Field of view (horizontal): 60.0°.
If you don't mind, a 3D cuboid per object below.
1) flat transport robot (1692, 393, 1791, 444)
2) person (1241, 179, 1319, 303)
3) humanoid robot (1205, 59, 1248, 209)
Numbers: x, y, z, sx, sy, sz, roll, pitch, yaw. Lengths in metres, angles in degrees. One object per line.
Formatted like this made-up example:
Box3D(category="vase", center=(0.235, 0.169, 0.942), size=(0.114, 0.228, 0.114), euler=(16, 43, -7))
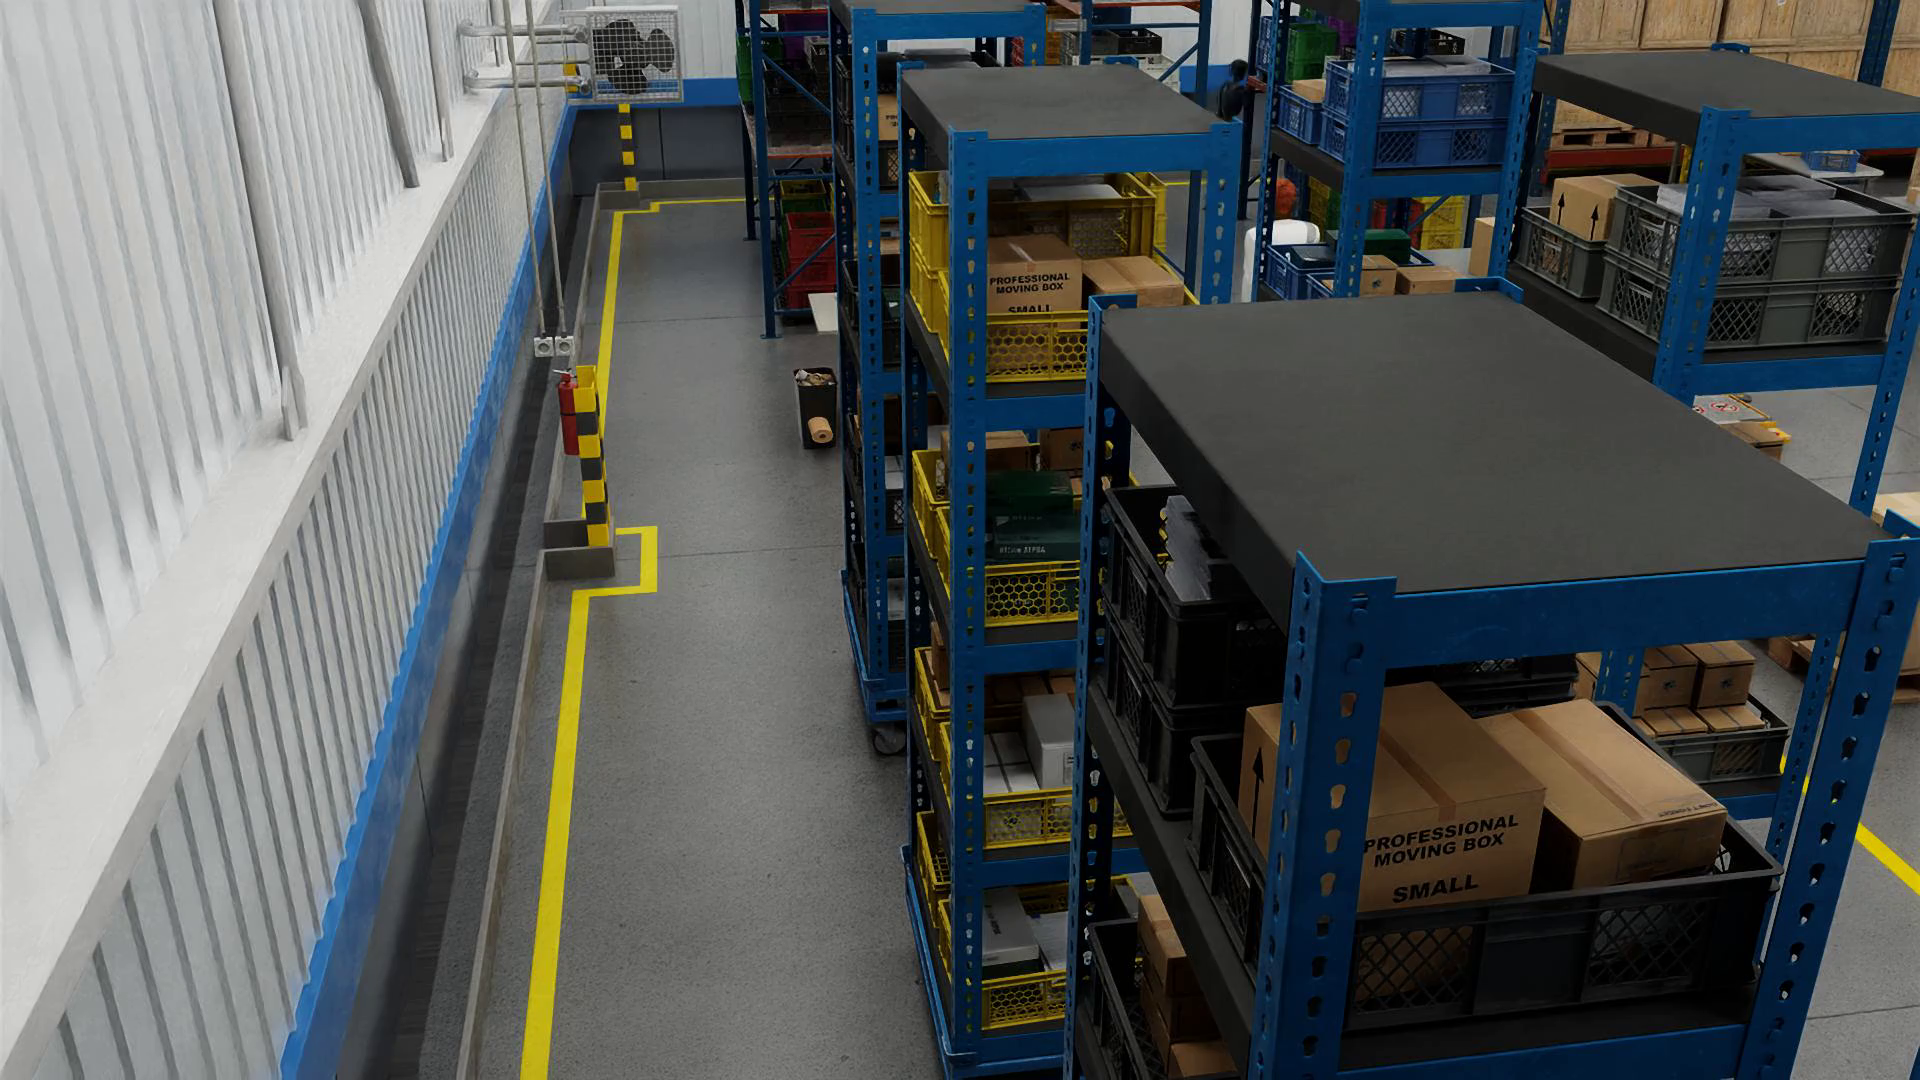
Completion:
Box3D(category="flat transport robot", center=(5.224, -0.859, 12.132), size=(1.431, 0.197, 0.652), euler=(-4, 25, -8))
Box3D(category="person", center=(2.266, -1.649, 11.954), size=(0.573, 1.882, 0.360), euler=(-7, 26, -14))
Box3D(category="humanoid robot", center=(2.946, -4.418, 18.214), size=(0.443, 1.643, 0.677), euler=(-14, 28, -28))
